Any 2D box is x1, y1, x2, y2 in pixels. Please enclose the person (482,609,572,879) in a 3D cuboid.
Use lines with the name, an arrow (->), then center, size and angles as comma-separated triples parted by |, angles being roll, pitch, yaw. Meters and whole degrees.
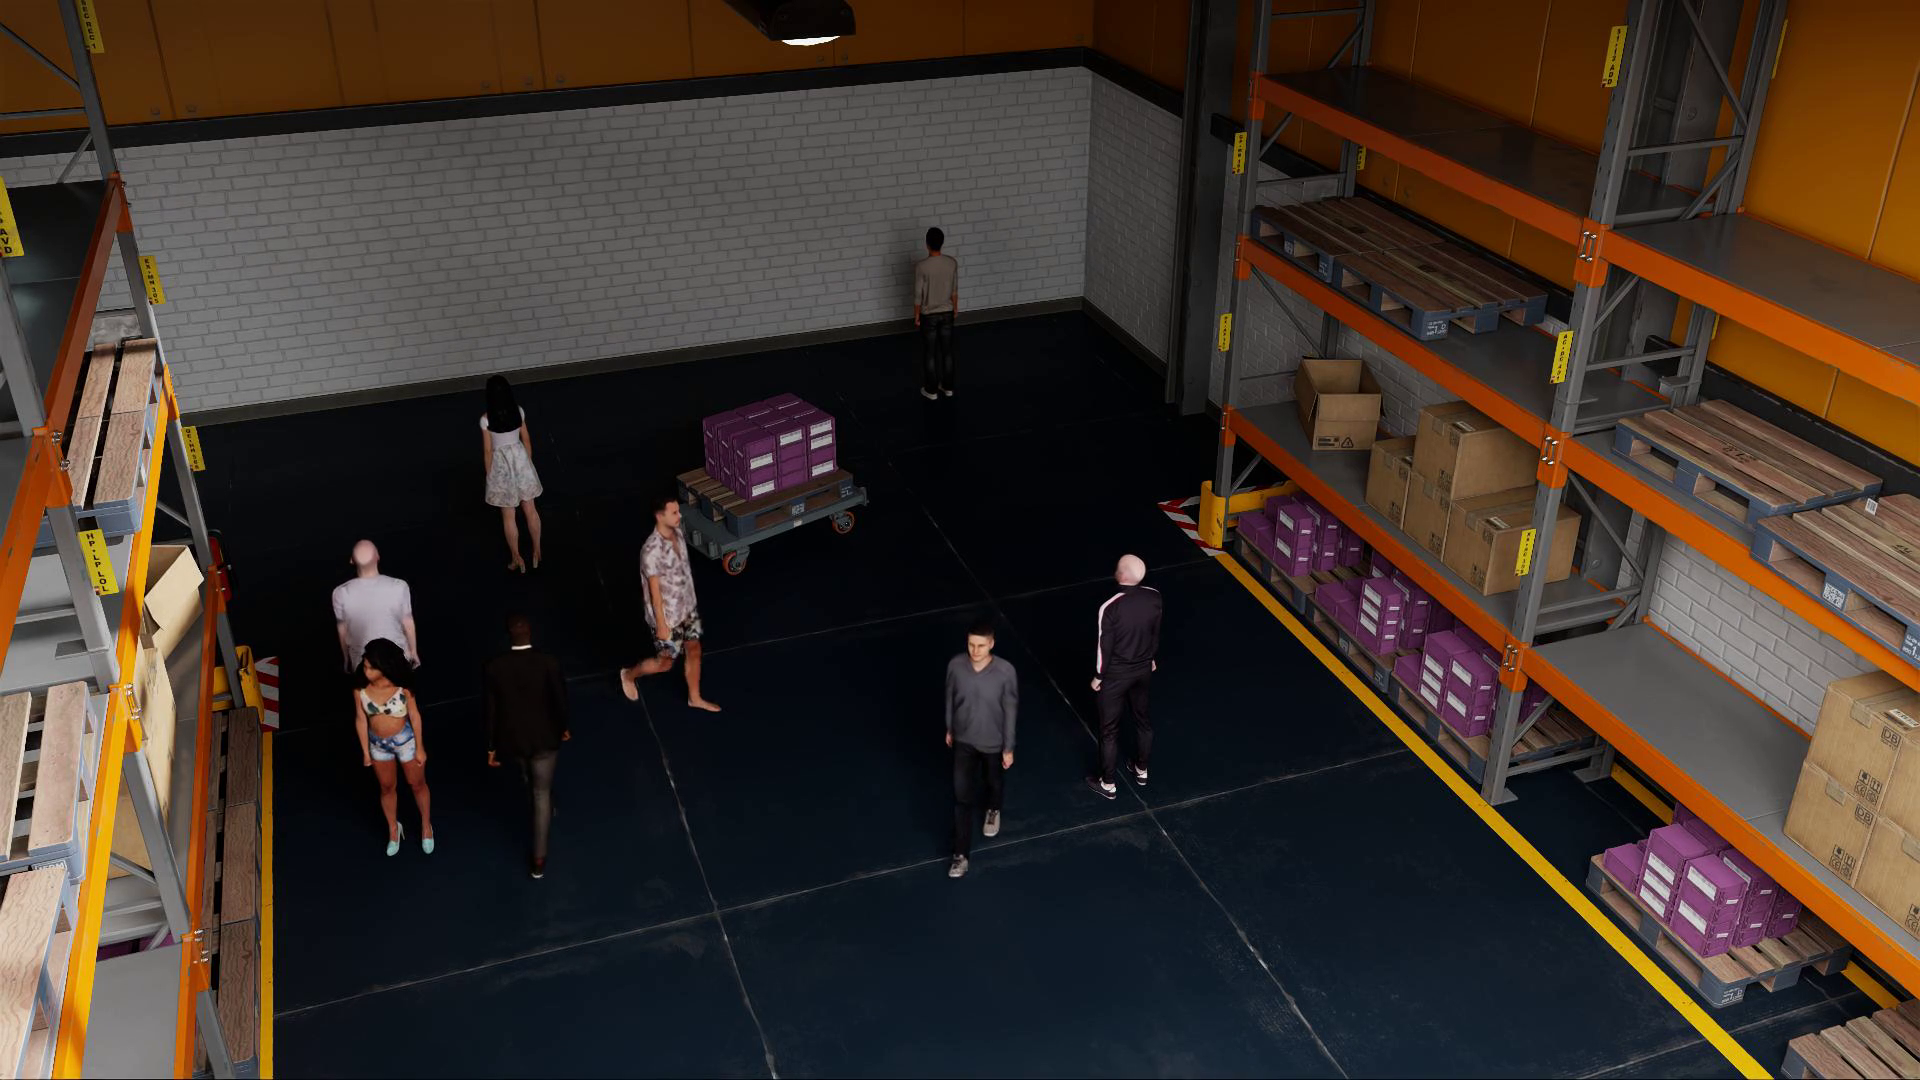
person -> -2.704, 1.331, 10.482 | 0.849, 1.752, 1.183 | -4, 29, -8

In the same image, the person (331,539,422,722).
person -> -3.923, 0.858, 11.281 | 0.668, 1.818, 0.809 | -10, 30, -18

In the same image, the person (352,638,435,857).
person -> -3.609, 1.321, 10.640 | 0.636, 1.619, 0.669 | -1, 29, -2

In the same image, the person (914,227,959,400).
person -> -0.225, -2.337, 17.147 | 0.625, 1.809, 0.523 | -10, 30, -17

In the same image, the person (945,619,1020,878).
person -> 0.157, 1.243, 10.681 | 1.014, 1.717, 1.210 | 5, 29, 9

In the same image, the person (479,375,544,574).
person -> -3.757, -0.554, 13.915 | 0.715, 1.774, 0.718 | -18, 34, -30

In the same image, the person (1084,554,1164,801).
person -> 1.117, 0.907, 11.171 | 0.711, 1.837, 0.642 | -16, 33, -27

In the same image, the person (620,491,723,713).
person -> -2.168, 0.473, 12.011 | 1.097, 1.794, 1.049 | 11, 31, 20
